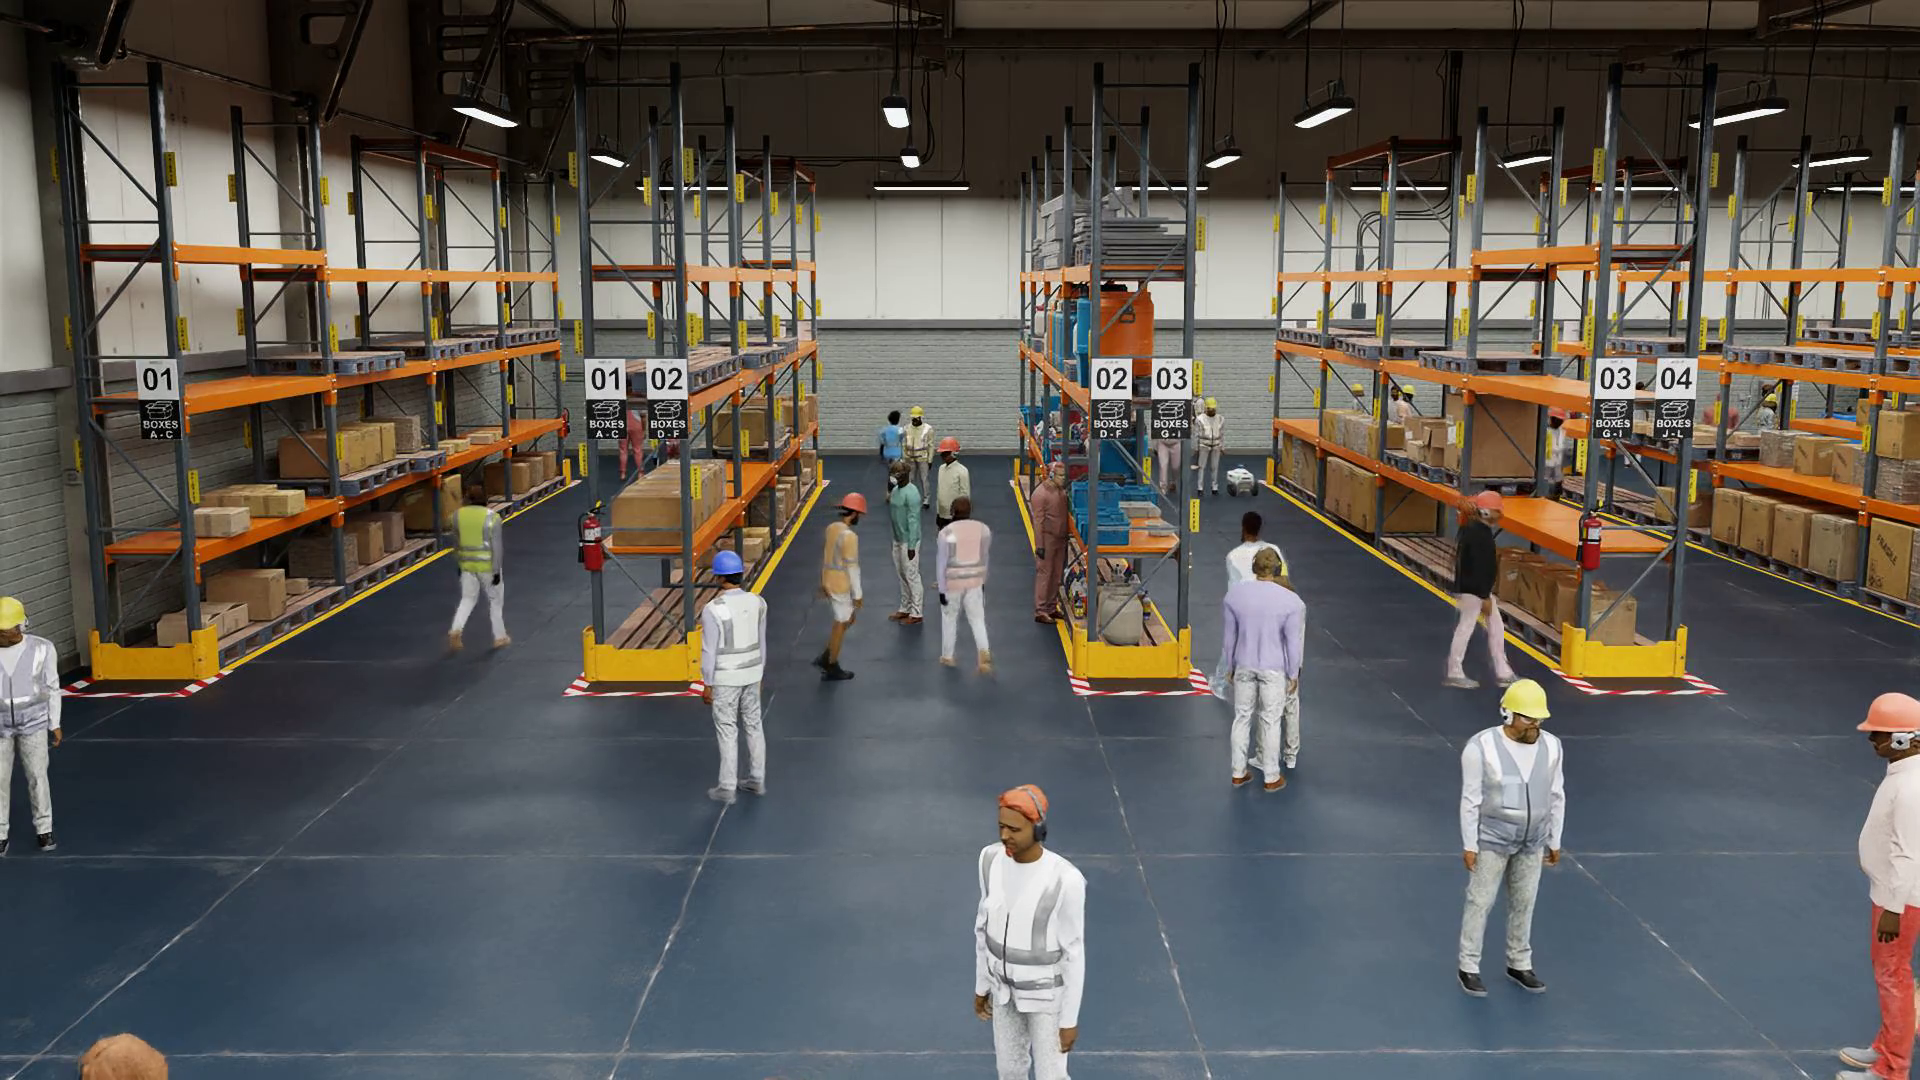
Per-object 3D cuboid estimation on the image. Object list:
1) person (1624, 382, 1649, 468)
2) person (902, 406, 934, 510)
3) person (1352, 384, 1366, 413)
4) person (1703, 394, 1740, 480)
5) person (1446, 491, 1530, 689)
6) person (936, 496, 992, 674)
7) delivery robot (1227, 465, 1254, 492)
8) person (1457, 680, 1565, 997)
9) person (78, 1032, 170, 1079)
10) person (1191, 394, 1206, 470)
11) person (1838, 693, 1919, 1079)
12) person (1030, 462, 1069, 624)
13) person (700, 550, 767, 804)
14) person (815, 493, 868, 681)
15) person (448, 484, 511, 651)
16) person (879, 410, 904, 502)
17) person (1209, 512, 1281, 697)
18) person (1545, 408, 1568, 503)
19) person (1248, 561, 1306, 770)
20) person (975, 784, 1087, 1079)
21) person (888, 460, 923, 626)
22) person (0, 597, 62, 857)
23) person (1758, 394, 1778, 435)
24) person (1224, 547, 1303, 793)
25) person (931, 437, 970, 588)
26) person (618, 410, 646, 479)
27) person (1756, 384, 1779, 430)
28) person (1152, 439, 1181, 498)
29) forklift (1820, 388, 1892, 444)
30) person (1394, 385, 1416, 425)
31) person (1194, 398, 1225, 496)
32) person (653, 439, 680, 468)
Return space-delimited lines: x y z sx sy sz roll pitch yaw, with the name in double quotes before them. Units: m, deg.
"person" 14.424 -2.441 35.454 0.525 1.855 0.341 7 11 37
"person" -0.747 -1.423 29.014 0.588 1.823 0.404 4 10 22
"person" 8.772 -2.581 36.739 0.334 1.735 0.485 8 12 41
"person" 14.711 -1.933 32.185 0.660 1.859 1.042 6 11 35
"person" 5.172 0.507 16.116 0.887 1.960 0.659 4 10 27
"person" 0.050 0.455 16.986 0.617 1.811 0.857 -3 9 -20
"delivery robot" 5.239 -1.155 31.038 0.477 0.478 0.707 -1 9 -7
"person" 3.070 1.655 9.241 0.608 1.821 0.415 -1 9 -9
"person" -2.612 2.352 5.389 0.355 1.619 0.584 -3 9 -18
"person" 5.048 -2.408 35.293 0.350 1.839 0.504 1 9 9
"person" 4.598 1.731 8.214 0.410 1.981 0.625 4 10 26
"person" 1.085 0.024 19.472 0.401 1.896 0.650 6 11 34
"person" -1.745 1.044 12.776 0.425 1.938 0.603 8 12 41
"person" -1.142 0.475 16.541 0.490 1.895 0.585 -4 10 -26
"person" -5.219 0.305 17.932 0.638 1.810 0.752 2 9 10
"person" -1.225 -1.516 30.123 0.514 1.664 0.844 4 10 24
"person" 2.706 0.655 15.593 0.584 1.847 1.058 -3 9 -18
"person" 9.837 -1.233 27.550 0.602 1.895 0.753 -3 9 -19
"person" 2.571 1.014 13.601 0.484 1.736 0.308 -2 9 -11
"person" 0.289 1.952 7.127 0.579 1.878 0.351 8 12 43
"person" -0.637 0.029 19.335 0.380 1.930 0.625 -4 10 -24
"person" -6.568 1.288 11.559 0.588 1.822 0.403 -5 10 -28
"person" 16.296 -2.087 33.569 0.322 1.731 0.490 0 9 -1
"person" 2.360 1.012 13.012 0.623 1.932 0.370 4 10 26
"person" -0.121 -0.332 21.422 0.390 1.992 0.624 -6 11 -35
"person" -6.662 -2.248 33.604 0.684 2.000 0.535 0 9 1
"person" 16.974 -2.356 34.980 0.429 1.835 0.625 4 10 22
"person" 3.883 -1.747 30.903 0.656 1.882 0.669 1 9 4
"forklift" 20.072 -3.110 36.462 1.873 2.768 1.129 0 9 0
"person" 8.954 -2.173 33.538 0.410 1.913 0.599 3 9 18
"person" 4.643 -1.723 30.903 0.603 1.828 0.404 -1 9 -5
"person" -5.148 -1.487 29.350 0.623 1.844 0.429 -7 11 -38
